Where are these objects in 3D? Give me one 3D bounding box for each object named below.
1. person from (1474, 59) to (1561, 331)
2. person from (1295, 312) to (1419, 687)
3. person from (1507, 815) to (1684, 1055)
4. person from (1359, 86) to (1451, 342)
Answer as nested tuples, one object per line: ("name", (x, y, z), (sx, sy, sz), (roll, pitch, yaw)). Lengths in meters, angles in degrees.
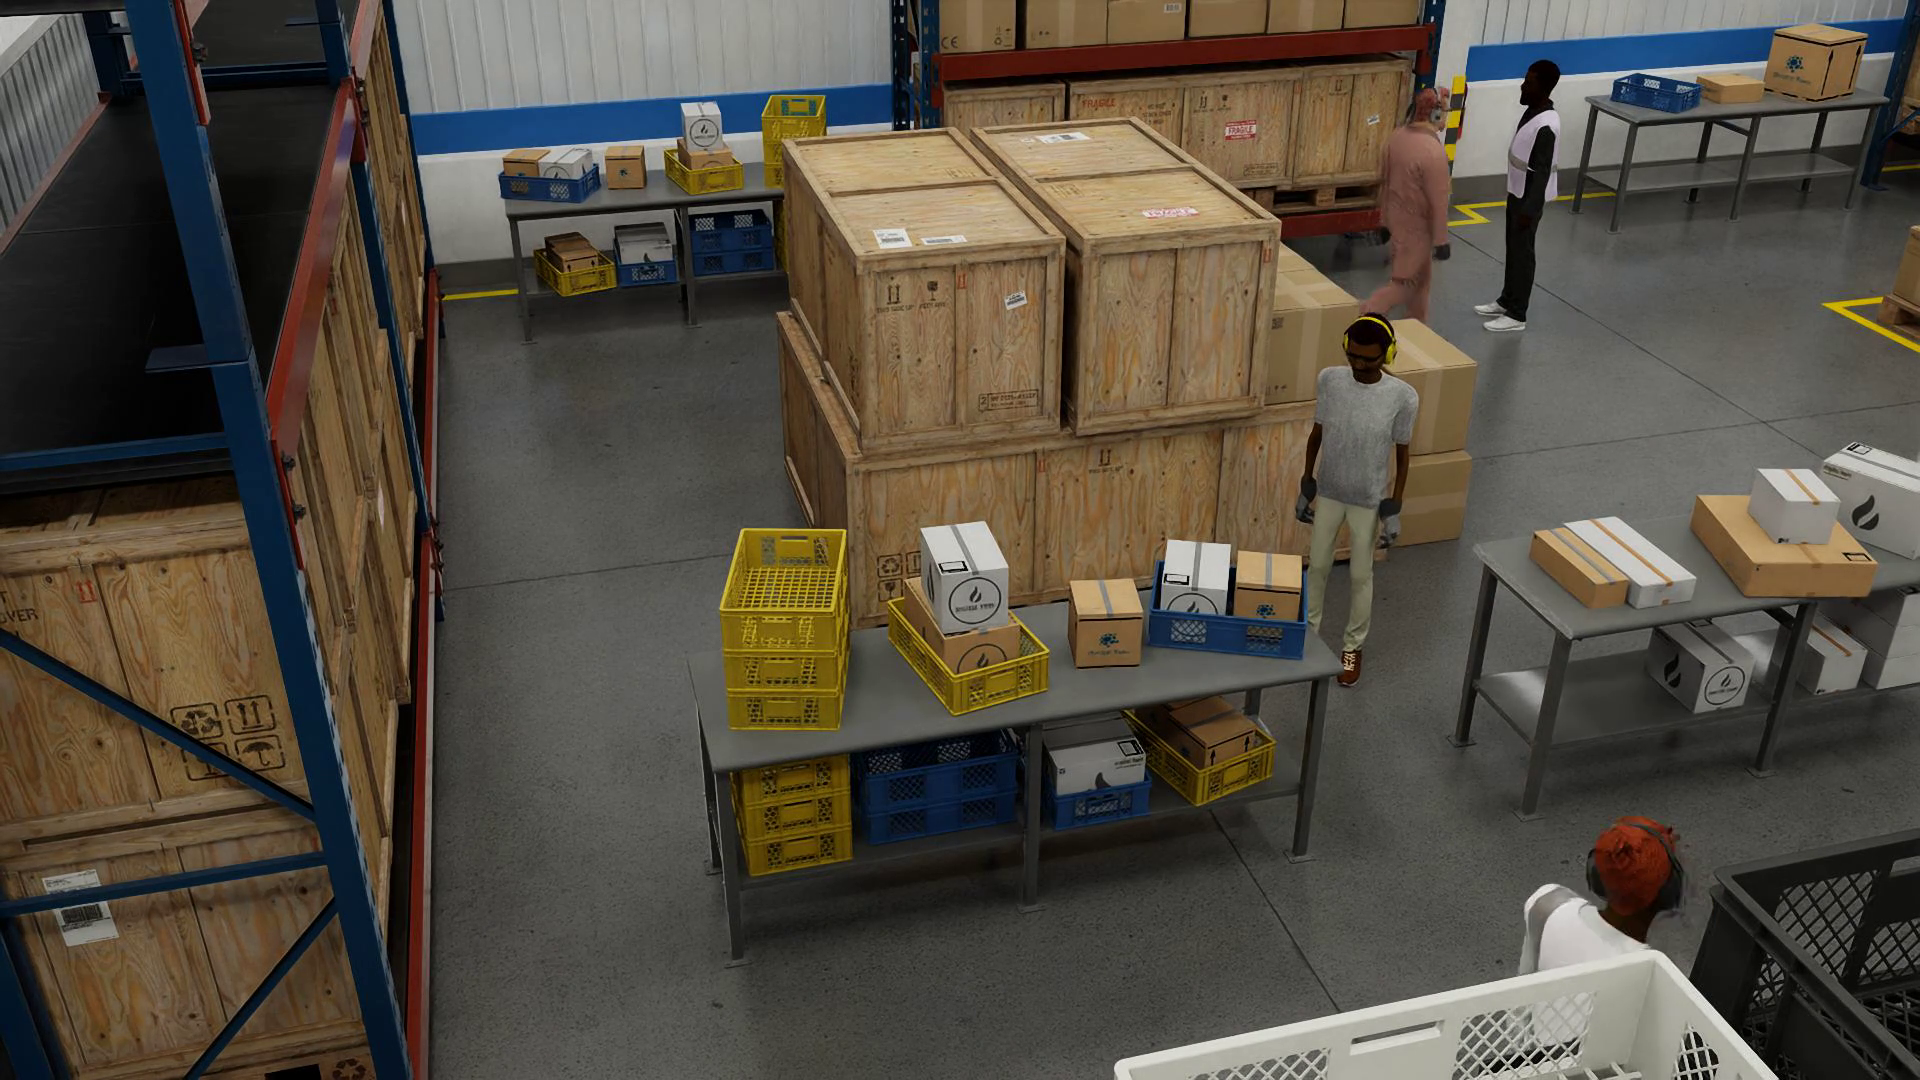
("person", (4.021, -2.438, 11.816), (0.392, 1.922, 0.588), (3, 29, 6))
("person", (1.820, -0.184, 7.784), (0.512, 1.865, 0.329), (16, 33, 26))
("person", (1.668, 1.603, 4.550), (0.456, 1.866, 0.660), (-12, 31, -20))
("person", (3.036, -2.137, 11.315), (0.867, 1.873, 0.640), (-2, 29, -4))
